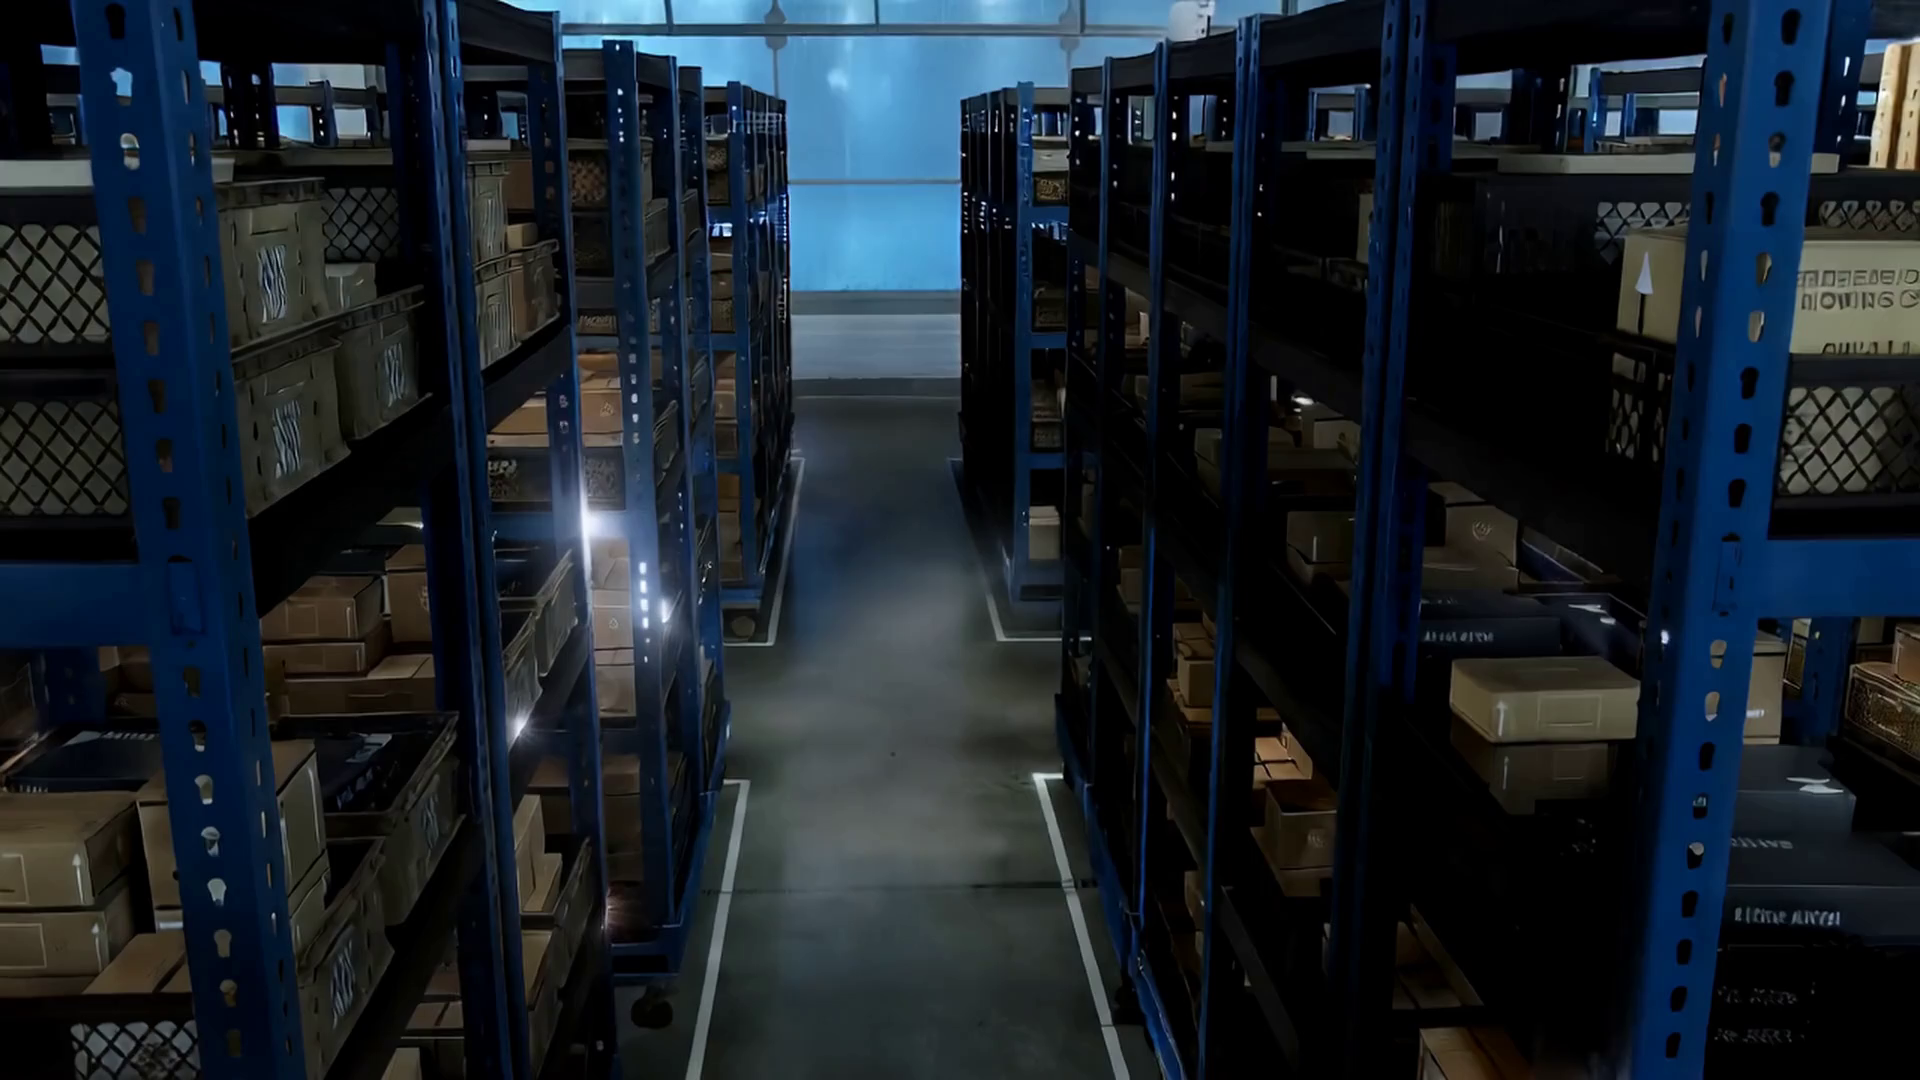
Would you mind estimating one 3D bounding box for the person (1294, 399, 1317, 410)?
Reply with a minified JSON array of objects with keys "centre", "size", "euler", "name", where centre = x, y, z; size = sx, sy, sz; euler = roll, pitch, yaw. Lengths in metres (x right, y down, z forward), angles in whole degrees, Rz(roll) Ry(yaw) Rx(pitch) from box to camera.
[{"centre":[1.937,0.088,9.612],"size":[0.601,1.830,0.404],"euler":[-10,17,-35],"name":"person"}]
